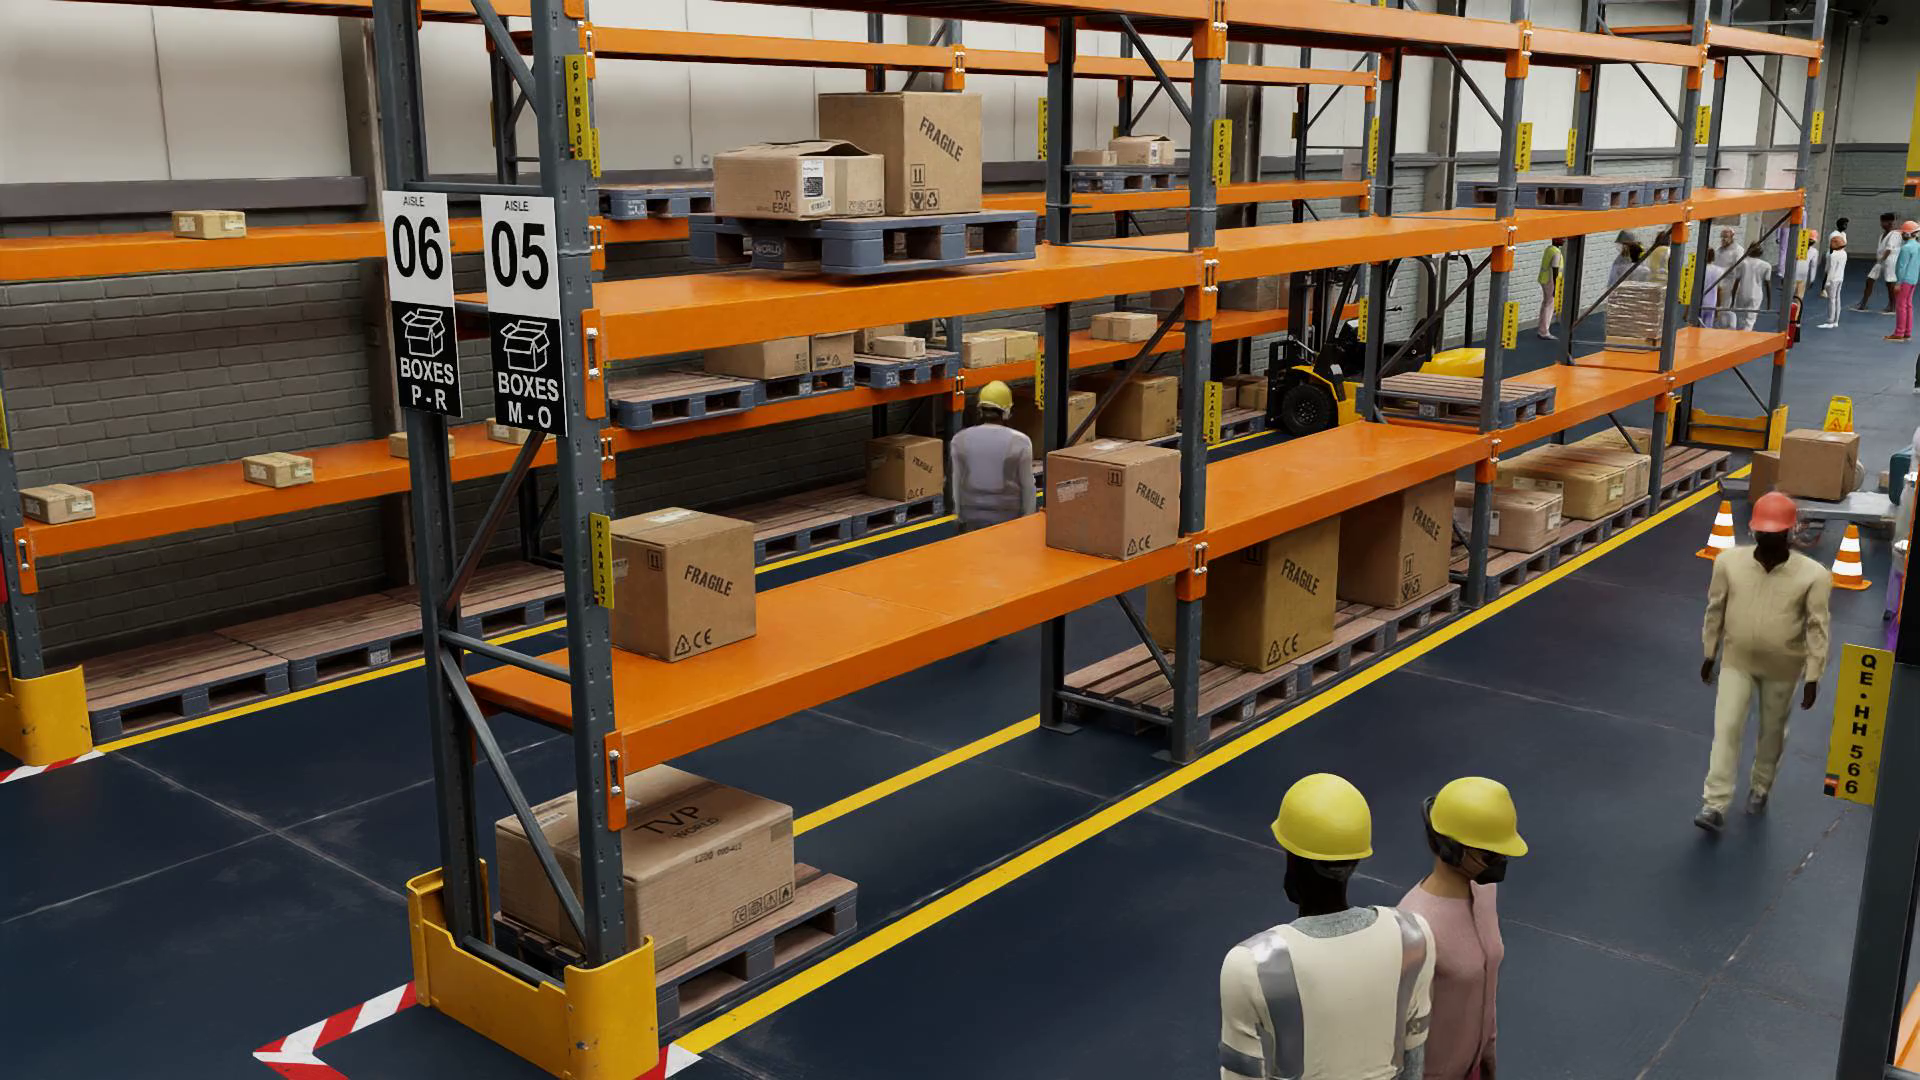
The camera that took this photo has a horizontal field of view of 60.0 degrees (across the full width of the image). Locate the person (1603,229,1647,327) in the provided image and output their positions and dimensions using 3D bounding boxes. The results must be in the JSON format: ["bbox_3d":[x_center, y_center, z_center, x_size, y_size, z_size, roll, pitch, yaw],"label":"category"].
[{"bbox_3d":[9.962,-3.649,24.926,0.540,2.000,0.703,-3,14,-11],"label":"person"}]

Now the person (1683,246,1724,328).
[{"bbox_3d":[10.731,-3.324,24.036,0.518,1.836,0.350,-2,14,-10],"label":"person"}]

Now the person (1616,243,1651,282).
[{"bbox_3d":[9.678,-3.341,24.083,0.573,1.874,0.496,13,19,43],"label":"person"}]

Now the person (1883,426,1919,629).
[{"bbox_3d":[6.732,-0.232,11.584,0.326,1.765,0.533,6,15,23],"label":"person"}]

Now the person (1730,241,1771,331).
[{"bbox_3d":[12.233,-3.716,25.720,0.536,1.797,0.983,11,18,38],"label":"person"}]

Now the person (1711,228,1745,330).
[{"bbox_3d":[12.650,-4.200,27.490,0.457,1.892,0.720,-5,15,-19],"label":"person"}]

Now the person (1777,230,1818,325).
[{"bbox_3d":[15.069,-4.699,29.879,0.594,1.726,0.395,-2,14,-7],"label":"person"}]

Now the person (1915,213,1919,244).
[{"bbox_3d":[23.336,-7.315,39.977,0.635,1.978,0.562,4,14,15],"label":"person"}]

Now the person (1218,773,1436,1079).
[{"bbox_3d":[0.879,1.505,4.172,0.585,1.929,0.370,-5,15,-20],"label":"person"}]

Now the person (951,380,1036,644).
[{"bbox_3d":[0.214,-0.161,11.213,0.593,1.810,0.614,4,14,17],"label":"person"}]

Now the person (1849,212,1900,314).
[{"bbox_3d":[17.546,-5.280,31.781,0.897,1.921,0.611,0,14,1],"label":"person"}]

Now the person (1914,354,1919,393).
[{"bbox_3d":[13.011,-2.895,22.120,0.587,1.914,0.392,-7,16,-28],"label":"person"}]

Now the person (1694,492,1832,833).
[{"bbox_3d":[3.949,0.616,8.230,0.590,1.704,0.866,10,17,34],"label":"person"}]

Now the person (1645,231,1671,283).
[{"bbox_3d":[11.846,-4.289,28.021,0.914,1.799,0.644,-8,16,-31],"label":"person"}]

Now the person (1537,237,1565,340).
[{"bbox_3d":[9.915,-4.281,27.932,0.389,1.837,0.560,1,14,3],"label":"person"}]

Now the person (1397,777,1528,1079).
[{"bbox_3d":[1.350,1.483,4.622,0.330,1.756,0.525,12,18,40],"label":"person"}]

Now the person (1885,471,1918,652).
[{"bbox_3d":[5.881,0.150,10.169,0.329,1.700,0.642,6,15,24],"label":"person"}]

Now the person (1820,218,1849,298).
[{"bbox_3d":[18.375,-5.916,34.904,0.531,1.686,0.334,-10,17,-36],"label":"person"}]

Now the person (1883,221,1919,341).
[{"bbox_3d":[15.772,-4.317,27.773,0.608,1.987,0.400,-13,19,-42],"label":"person"}]

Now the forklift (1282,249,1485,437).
[{"bbox_3d":[4.886,-2.214,18.767,2.313,2.155,1.214,11,18,38],"label":"forklift"}]

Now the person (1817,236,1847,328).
[{"bbox_3d":[15.541,-4.584,29.576,0.497,1.632,0.289,-11,18,-39],"label":"person"}]

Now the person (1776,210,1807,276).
[{"bbox_3d":[20.029,-7.313,40.113,0.641,1.912,0.408,6,15,23],"label":"person"}]
